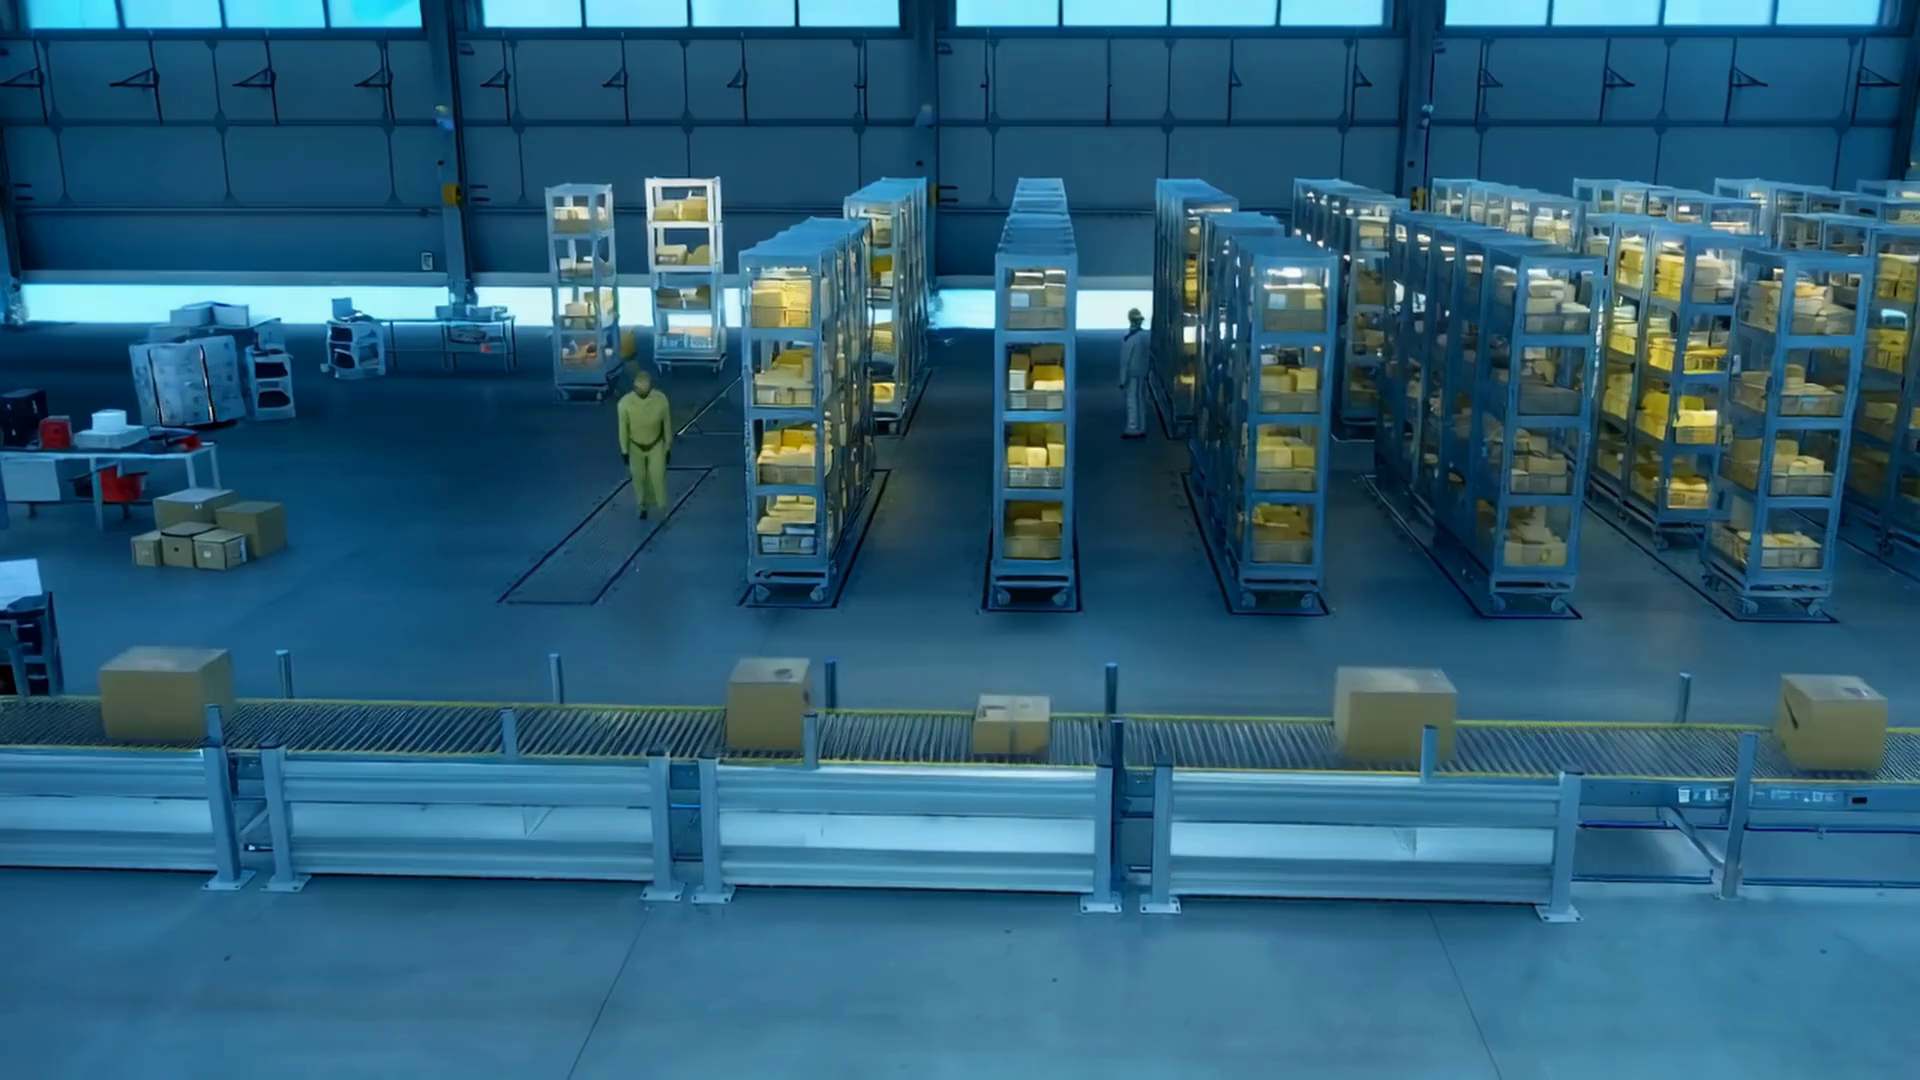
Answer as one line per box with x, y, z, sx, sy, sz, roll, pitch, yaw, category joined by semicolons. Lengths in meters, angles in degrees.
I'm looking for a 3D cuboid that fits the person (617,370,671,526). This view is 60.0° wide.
-3.781;-1.103;20.052;0.640;1.884;0.789;-4;16;-16;person

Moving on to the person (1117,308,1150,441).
2.614;-2.483;24.974;0.382;1.993;0.622;11;19;36;person
